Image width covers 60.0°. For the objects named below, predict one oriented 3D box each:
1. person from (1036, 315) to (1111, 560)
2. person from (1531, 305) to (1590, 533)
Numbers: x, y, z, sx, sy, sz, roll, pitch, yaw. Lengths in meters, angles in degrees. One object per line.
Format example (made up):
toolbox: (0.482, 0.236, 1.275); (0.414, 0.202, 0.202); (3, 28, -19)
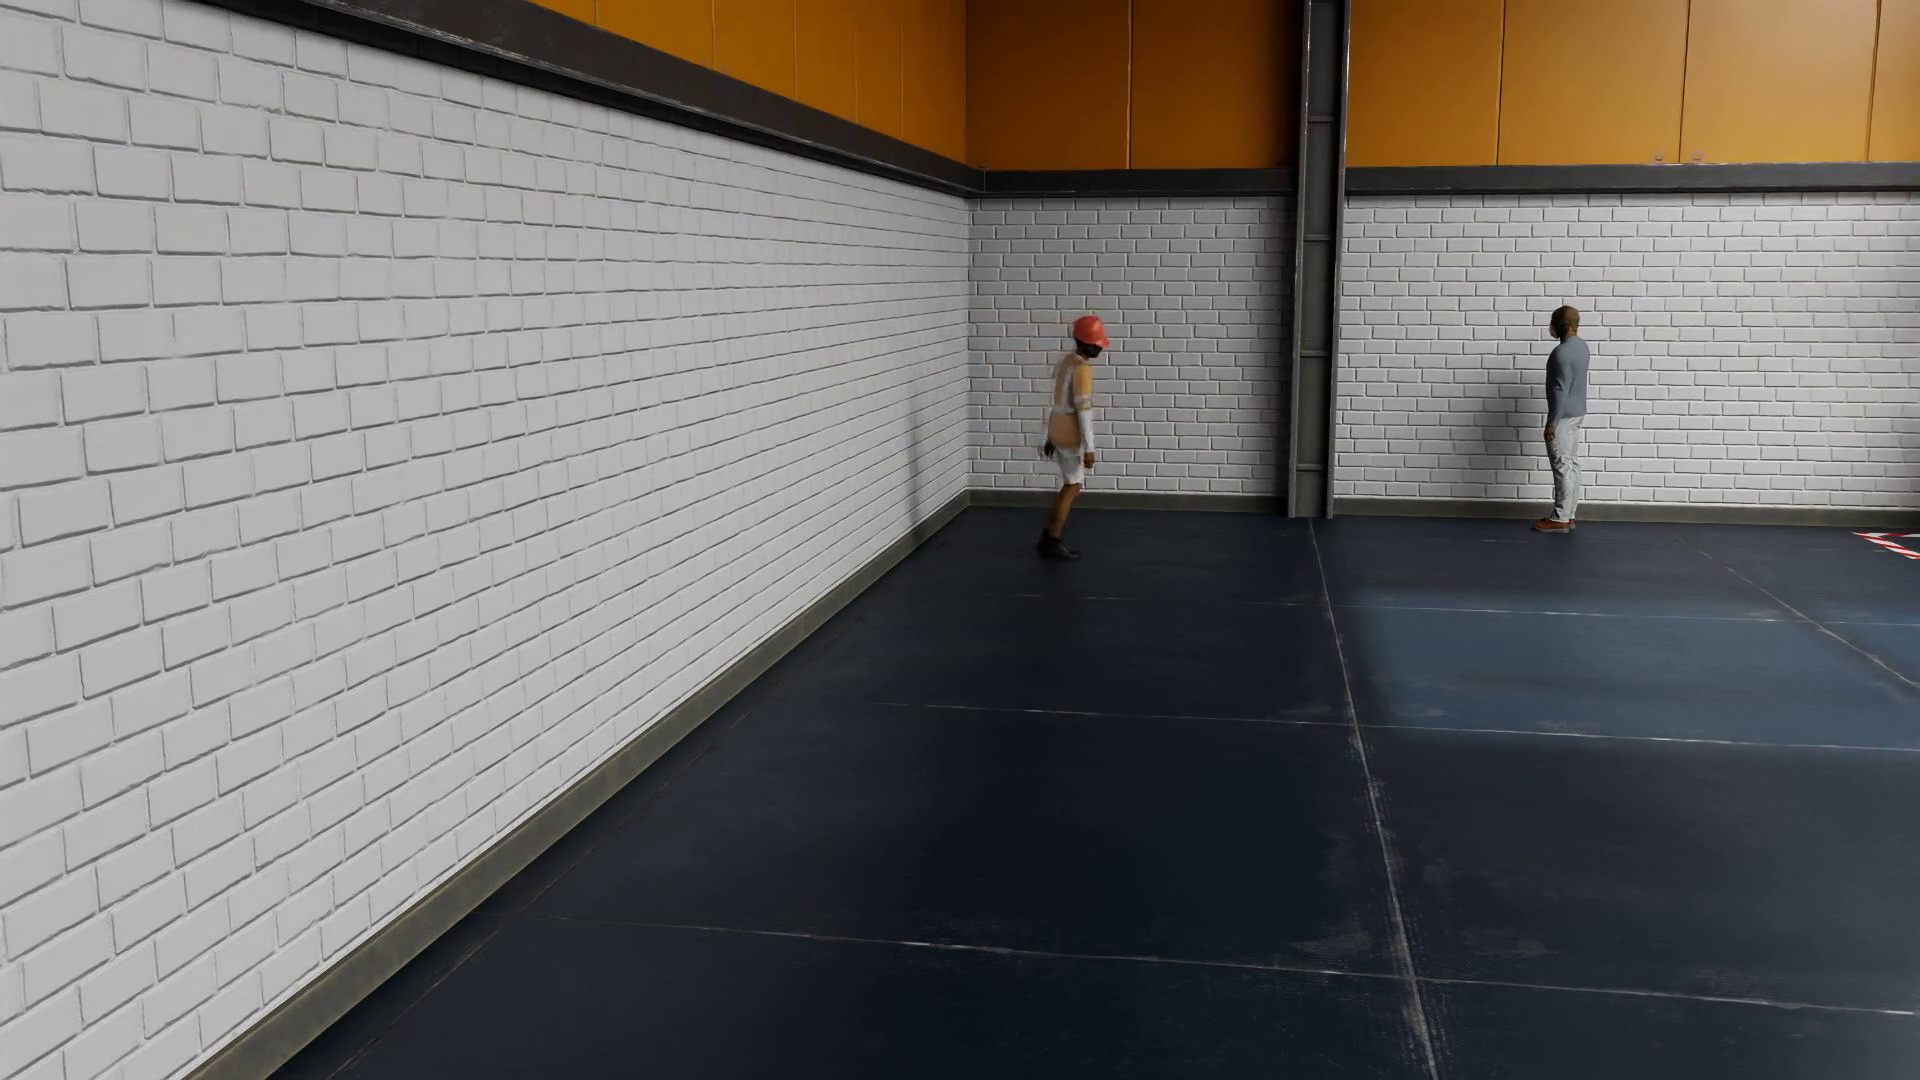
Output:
person: (0.874, -0.769, 12.715); (0.524, 1.889, 0.568); (-1, 9, -7)
person: (5.143, -1.030, 14.197); (0.372, 1.939, 0.631); (6, 11, 34)
